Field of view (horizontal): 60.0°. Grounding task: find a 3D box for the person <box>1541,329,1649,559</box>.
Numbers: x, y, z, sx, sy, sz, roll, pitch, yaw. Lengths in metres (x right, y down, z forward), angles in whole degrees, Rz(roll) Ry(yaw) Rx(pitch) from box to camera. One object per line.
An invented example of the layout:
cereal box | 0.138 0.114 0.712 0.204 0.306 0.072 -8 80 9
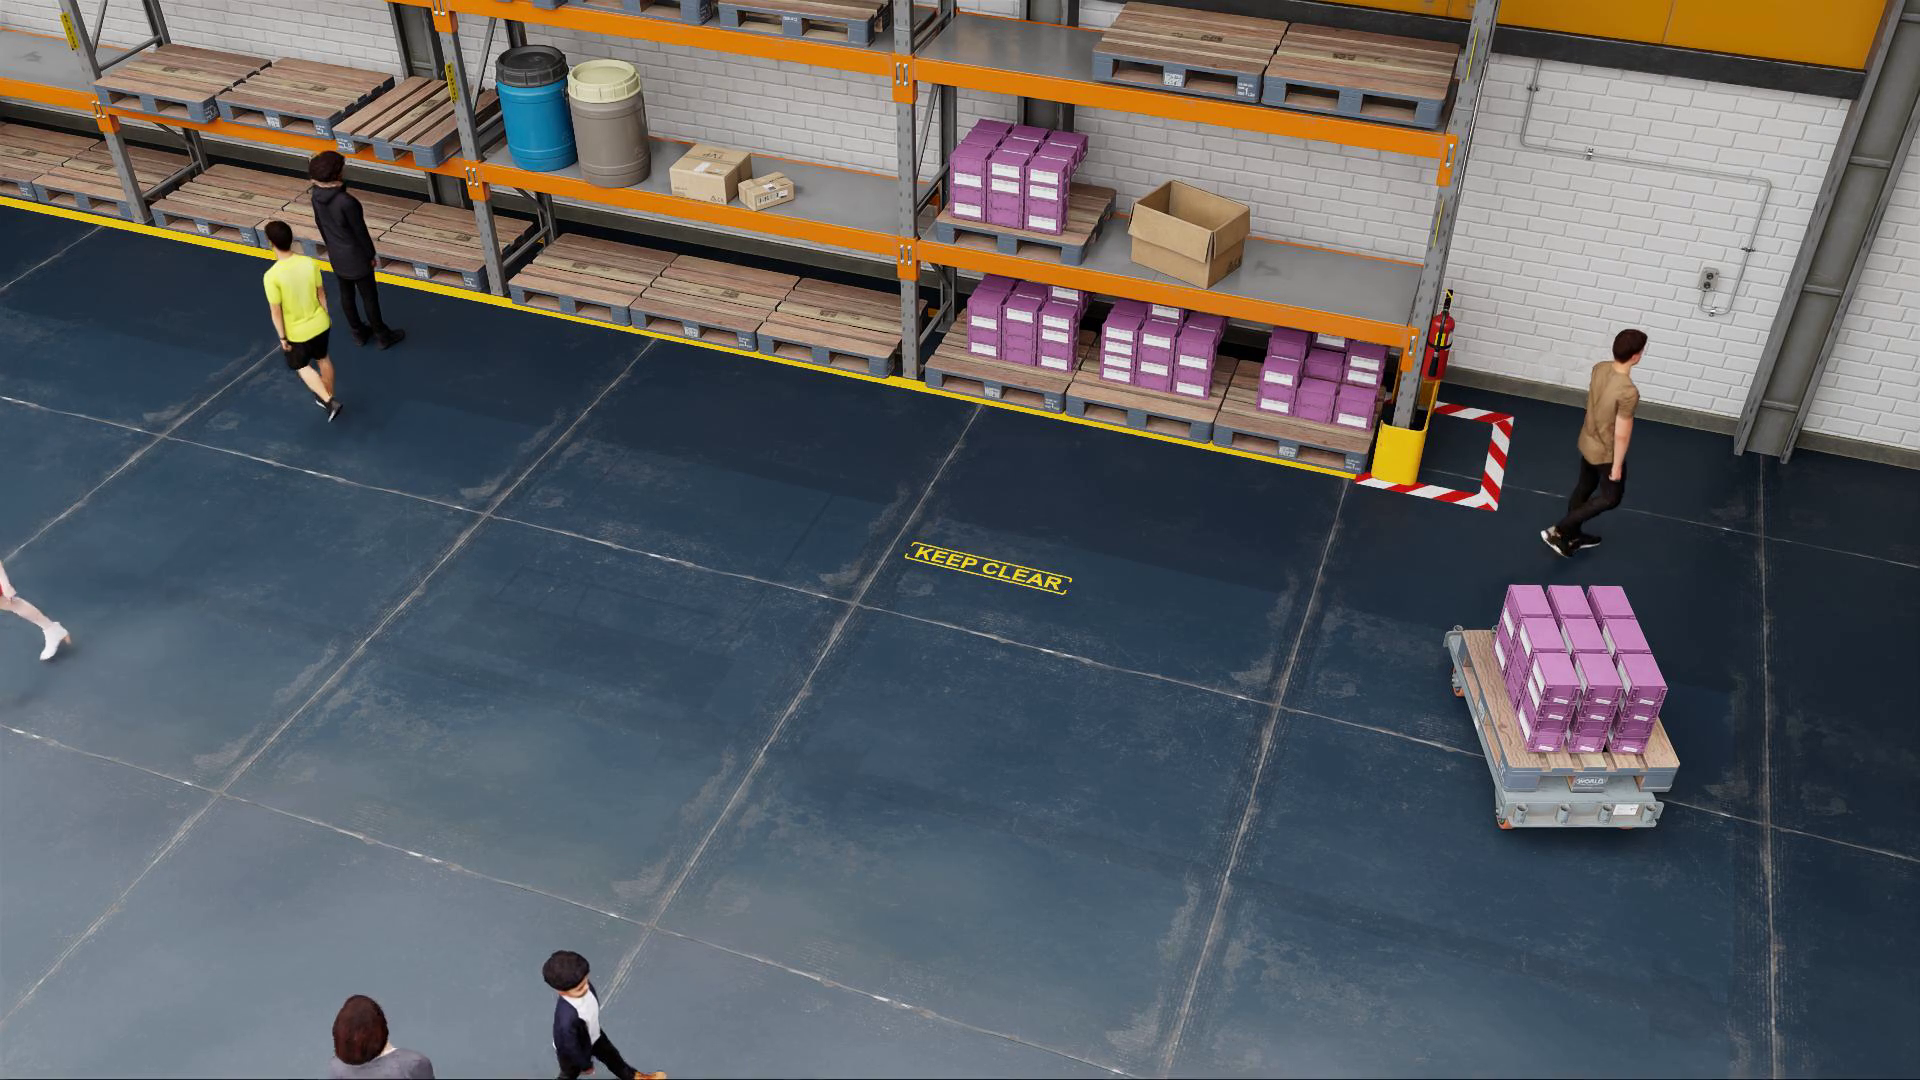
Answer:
person | 4.390 -0.631 11.562 0.954 1.845 0.878 -6 39 -8

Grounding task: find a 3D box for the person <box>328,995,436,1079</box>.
person | -2.535 2.716 7.456 0.662 1.738 0.802 6 39 8

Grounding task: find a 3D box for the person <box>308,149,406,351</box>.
person | -5.076 -2.393 13.820 0.534 1.781 0.680 15 41 18

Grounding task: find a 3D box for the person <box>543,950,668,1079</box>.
person | -1.950 2.448 8.223 0.848 1.201 0.638 2 39 2

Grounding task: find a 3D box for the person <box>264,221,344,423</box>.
person | -5.066 -1.633 12.999 0.939 1.618 0.805 30 47 32
